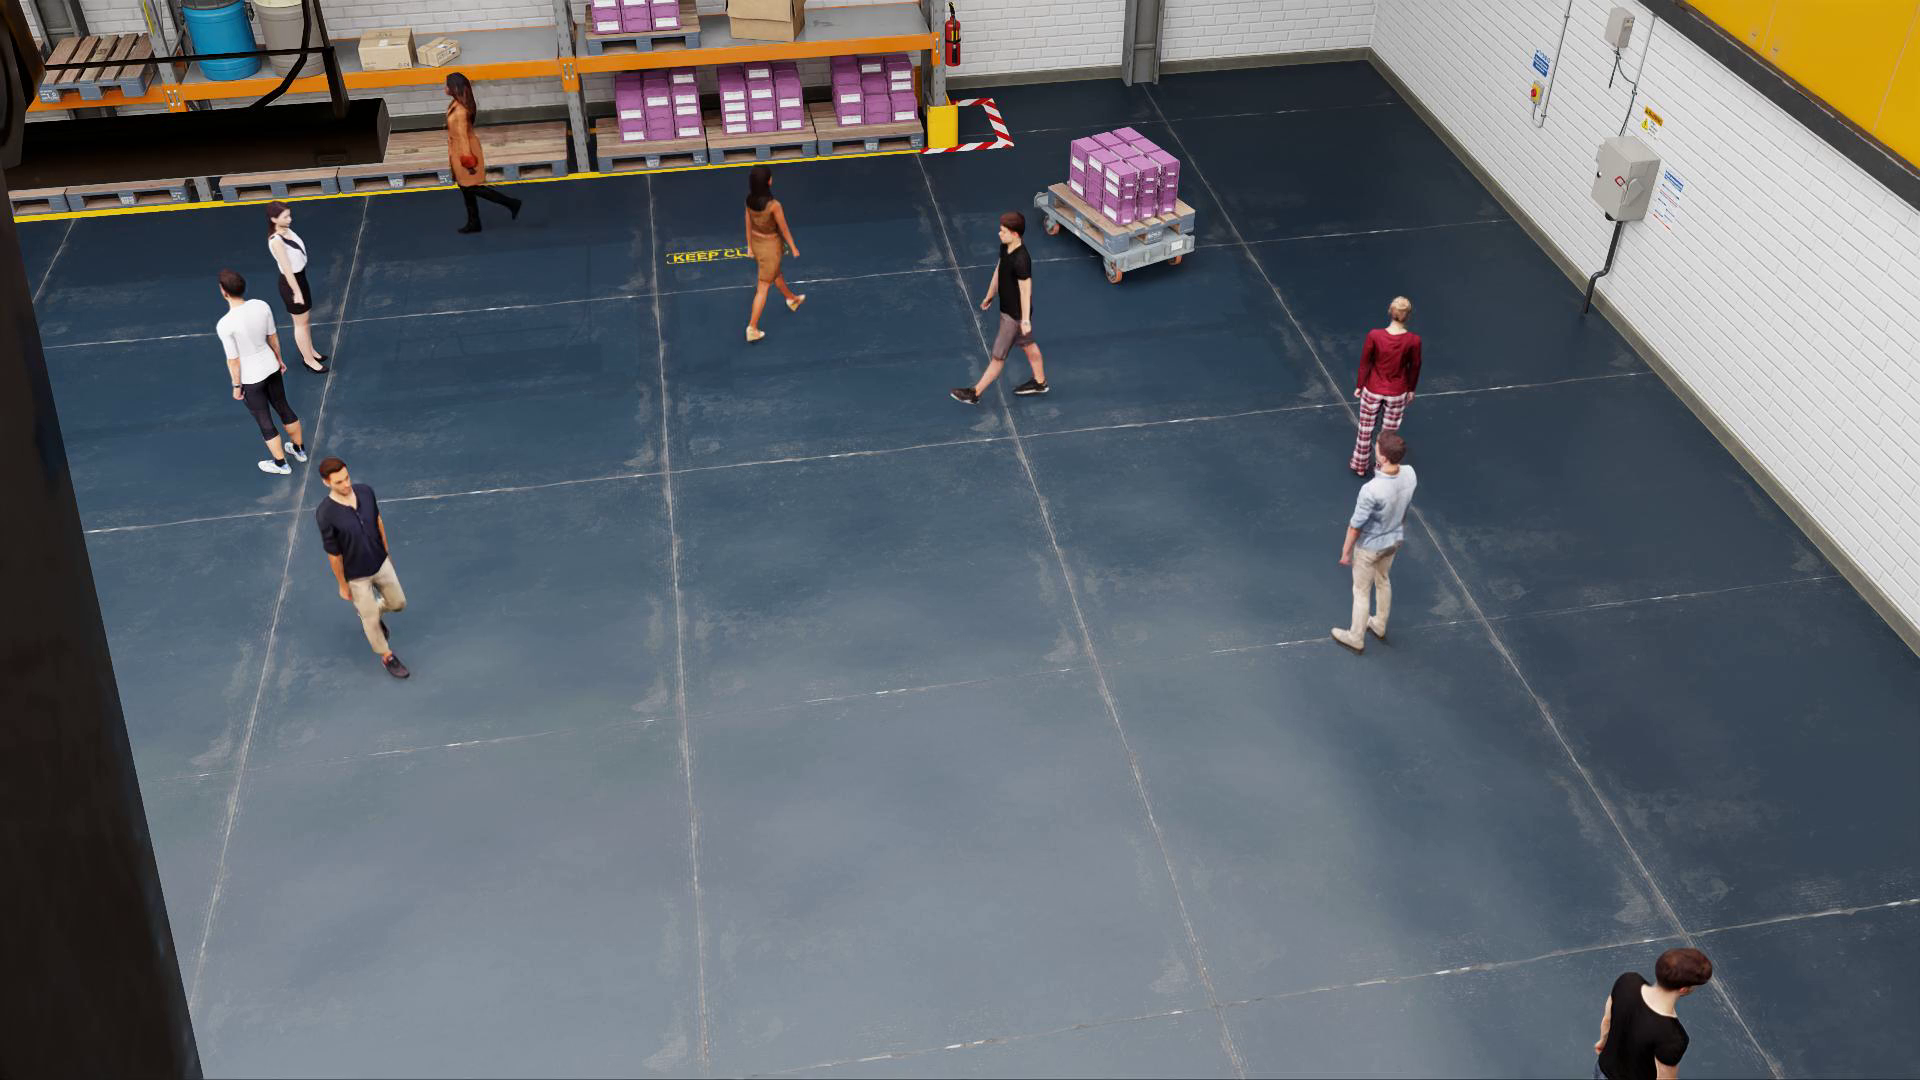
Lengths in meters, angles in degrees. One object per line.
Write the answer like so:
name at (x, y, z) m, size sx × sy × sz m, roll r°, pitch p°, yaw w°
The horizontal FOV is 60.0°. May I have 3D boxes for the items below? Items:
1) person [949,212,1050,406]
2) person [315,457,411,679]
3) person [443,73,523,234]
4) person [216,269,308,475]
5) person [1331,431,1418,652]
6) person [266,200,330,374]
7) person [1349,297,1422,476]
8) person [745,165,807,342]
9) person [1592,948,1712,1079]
person at (0.562, -1.985, 14.341) m, size 1.160 × 1.818 × 0.686 m, roll -8°, pitch 39°, yaw -9°
person at (-4.218, 0.168, 11.626) m, size 0.956 × 1.842 × 0.903 m, roll 26°, pitch 45°, yaw 28°
person at (-4.891, -3.885, 16.811) m, size 0.910 × 1.705 × 0.691 m, roll -7°, pitch 39°, yaw -9°
person at (-5.712, -1.369, 13.544) m, size 0.780 × 1.851 × 0.754 m, roll 18°, pitch 42°, yaw 22°
person at (2.980, 0.024, 11.801) m, size 0.652 × 1.848 × 0.797 m, roll -22°, pitch 43°, yaw -25°
person at (-5.927, -2.258, 14.817) m, size 0.524 × 1.650 × 0.563 m, roll -9°, pitch 39°, yaw -11°
person at (3.464, -1.233, 13.493) m, size 0.595 × 1.701 × 0.753 m, roll 11°, pitch 40°, yaw 13°
person at (-1.814, -2.578, 15.228) m, size 0.995 × 1.638 × 1.125 m, roll 29°, pitch 47°, yaw 31°
person at (3.368, 2.718, 8.392) m, size 0.619 × 1.893 × 0.707 m, roll -12°, pitch 40°, yaw -14°
